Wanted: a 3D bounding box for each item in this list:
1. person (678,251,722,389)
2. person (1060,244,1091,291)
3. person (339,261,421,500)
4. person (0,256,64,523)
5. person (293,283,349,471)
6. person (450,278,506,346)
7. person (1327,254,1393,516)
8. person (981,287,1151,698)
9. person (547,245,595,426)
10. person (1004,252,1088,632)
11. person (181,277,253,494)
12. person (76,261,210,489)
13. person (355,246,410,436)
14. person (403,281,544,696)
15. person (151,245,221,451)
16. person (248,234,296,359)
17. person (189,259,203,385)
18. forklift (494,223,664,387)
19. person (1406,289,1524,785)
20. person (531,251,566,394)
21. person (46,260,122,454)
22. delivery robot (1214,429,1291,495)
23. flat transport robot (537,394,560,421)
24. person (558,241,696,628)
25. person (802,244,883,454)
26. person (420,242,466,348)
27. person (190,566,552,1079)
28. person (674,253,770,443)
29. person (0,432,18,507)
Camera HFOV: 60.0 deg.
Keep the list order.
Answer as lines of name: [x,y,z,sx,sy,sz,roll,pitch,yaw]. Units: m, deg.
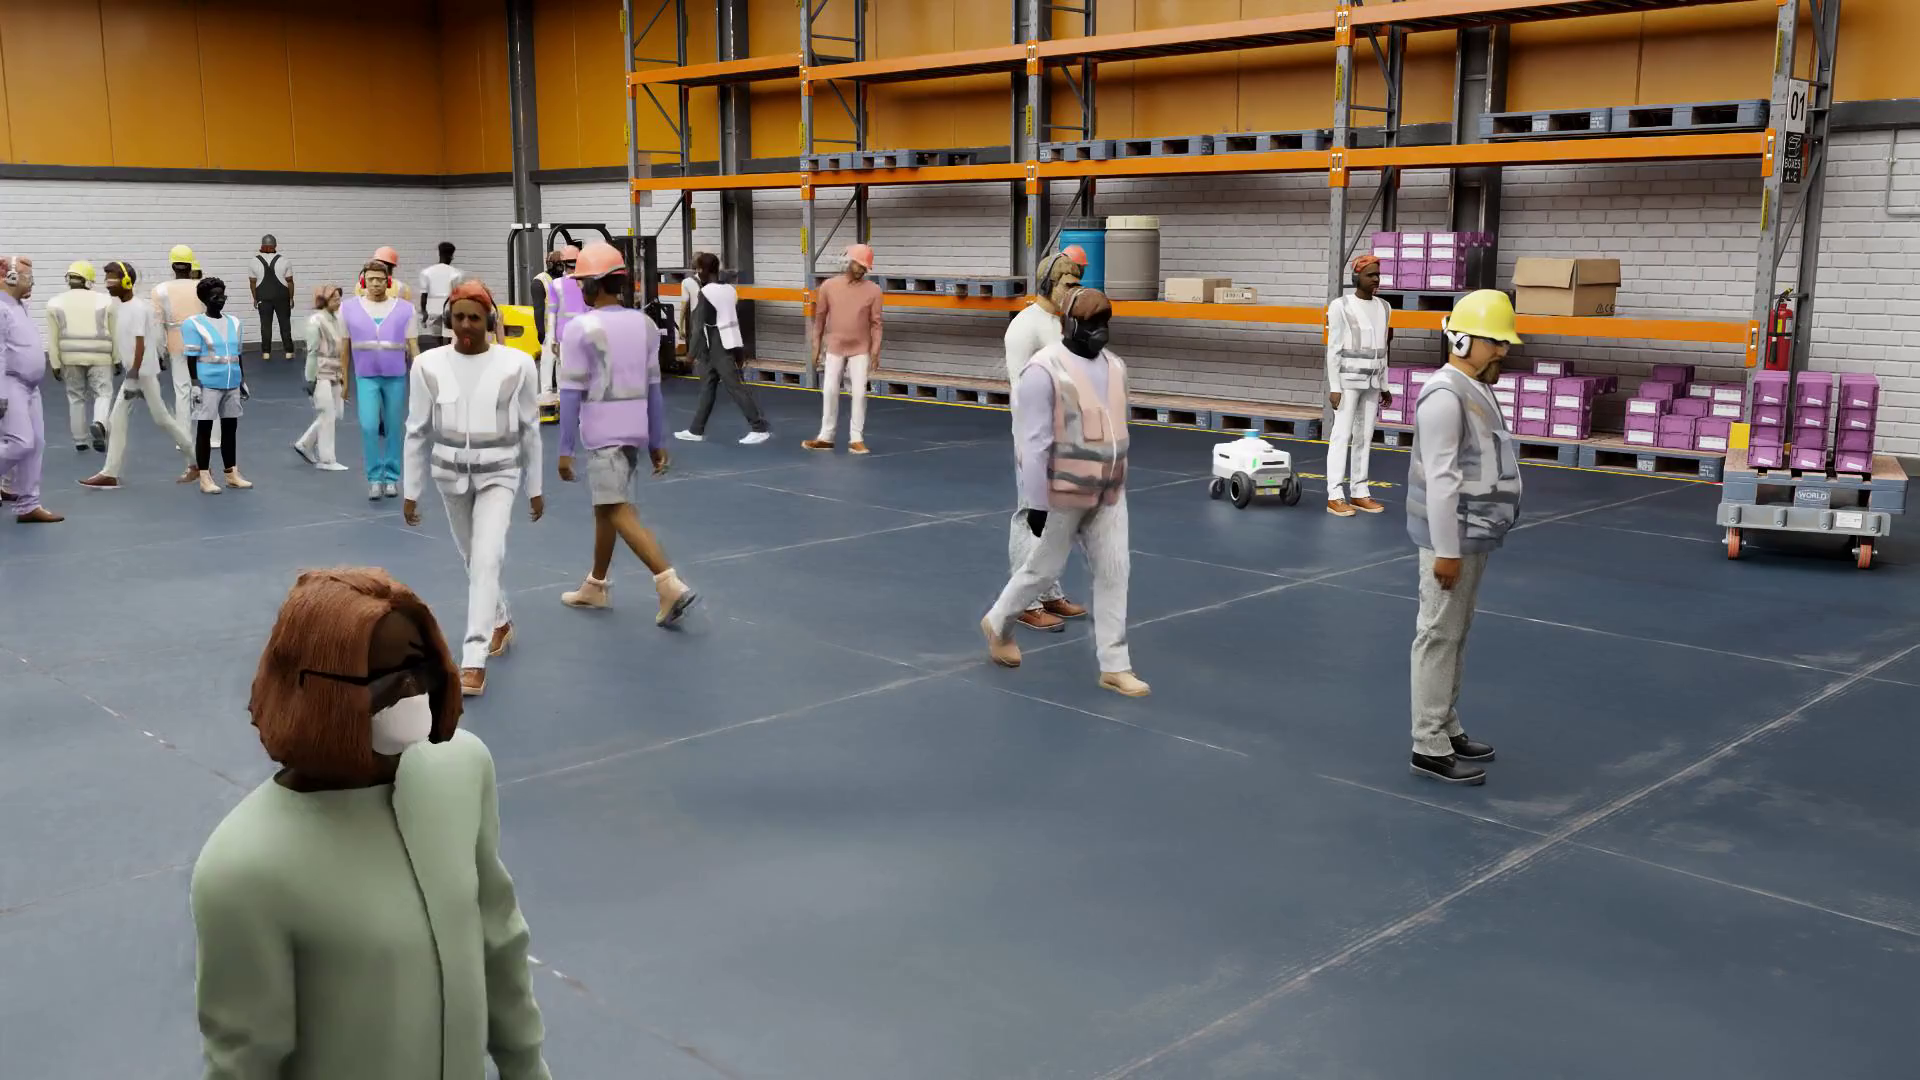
person: [-3.174,-2.605,20.348,0.553,1.814,0.815,-4,11,-23]
person: [1.020,-1.722,15.218,0.367,1.936,0.551,-7,13,-34]
person: [-4.419,-1.210,12.714,0.603,1.821,0.671,-4,11,-19]
person: [-6.683,-1.039,11.646,0.543,1.880,0.676,-1,10,-7]
person: [-5.539,-1.399,14.319,0.545,1.616,0.533,1,10,5]
person: [-4.697,-1.758,16.322,0.540,1.616,0.684,-7,12,-32]
person: [2.903,-1.119,12.078,0.574,1.883,0.355,-6,12,-31]
person: [0.470,-0.235,7.497,0.634,1.808,0.907,-8,13,-39]
person: [-4.121,-2.185,17.813,0.566,1.909,0.648,-3,11,-17]
person: [0.464,-0.508,8.607,0.372,1.934,0.627,6,12,29]
person: [-5.860,-1.219,13.129,0.321,1.697,0.530,6,12,28]
person: [-6.591,-1.321,13.394,0.989,1.826,0.570,-10,14,-43]
person: [-5.842,-2.008,16.842,0.584,1.911,0.440,-6,12,-29]
person: [-2.226,-0.272,7.638,0.603,1.826,1.042,0,10,-1]
person: [-7.256,-1.799,15.658,0.585,1.929,0.370,-5,12,-28]
person: [-11.315,-4.007,27.393,0.684,2.000,0.538,-3,11,-17]
person: [-10.003,-2.835,21.887,0.814,1.708,0.498,4,11,19]
forklift: [-5.316,-3.263,22.920,2.313,2.155,1.214,-10,14,-44]
person: [1.883,-0.017,6.231,0.403,1.824,0.586,5,12,26]
person: [-4.728,-2.468,19.552,0.429,1.839,0.634,6,12,31]
person: [-8.029,-1.662,15.261,0.613,1.804,0.666,-4,11,-23]
delivery robot: [2.208,-0.597,12.599,0.477,0.478,0.707,-3,11,-17]
flat transport robot: [-4.713,-1.476,18.421,0.652,0.197,1.431,-1,10,-4]
person: [-1.758,-0.548,8.675,1.024,2.004,0.621,7,12,33]
person: [-1.101,-1.758,15.401,0.789,1.945,0.467,1,10,6]
person: [-7.072,-3.131,22.930,0.611,1.915,0.919,0,10,3]
person: [-0.847,0.810,2.306,0.727,1.611,0.498,4,11,22]
person: [-2.331,-1.860,16.224,1.034,1.859,0.612,3,11,15]
person: [-7.320,-1.195,12.431,0.409,1.905,0.651,1,10,4]
